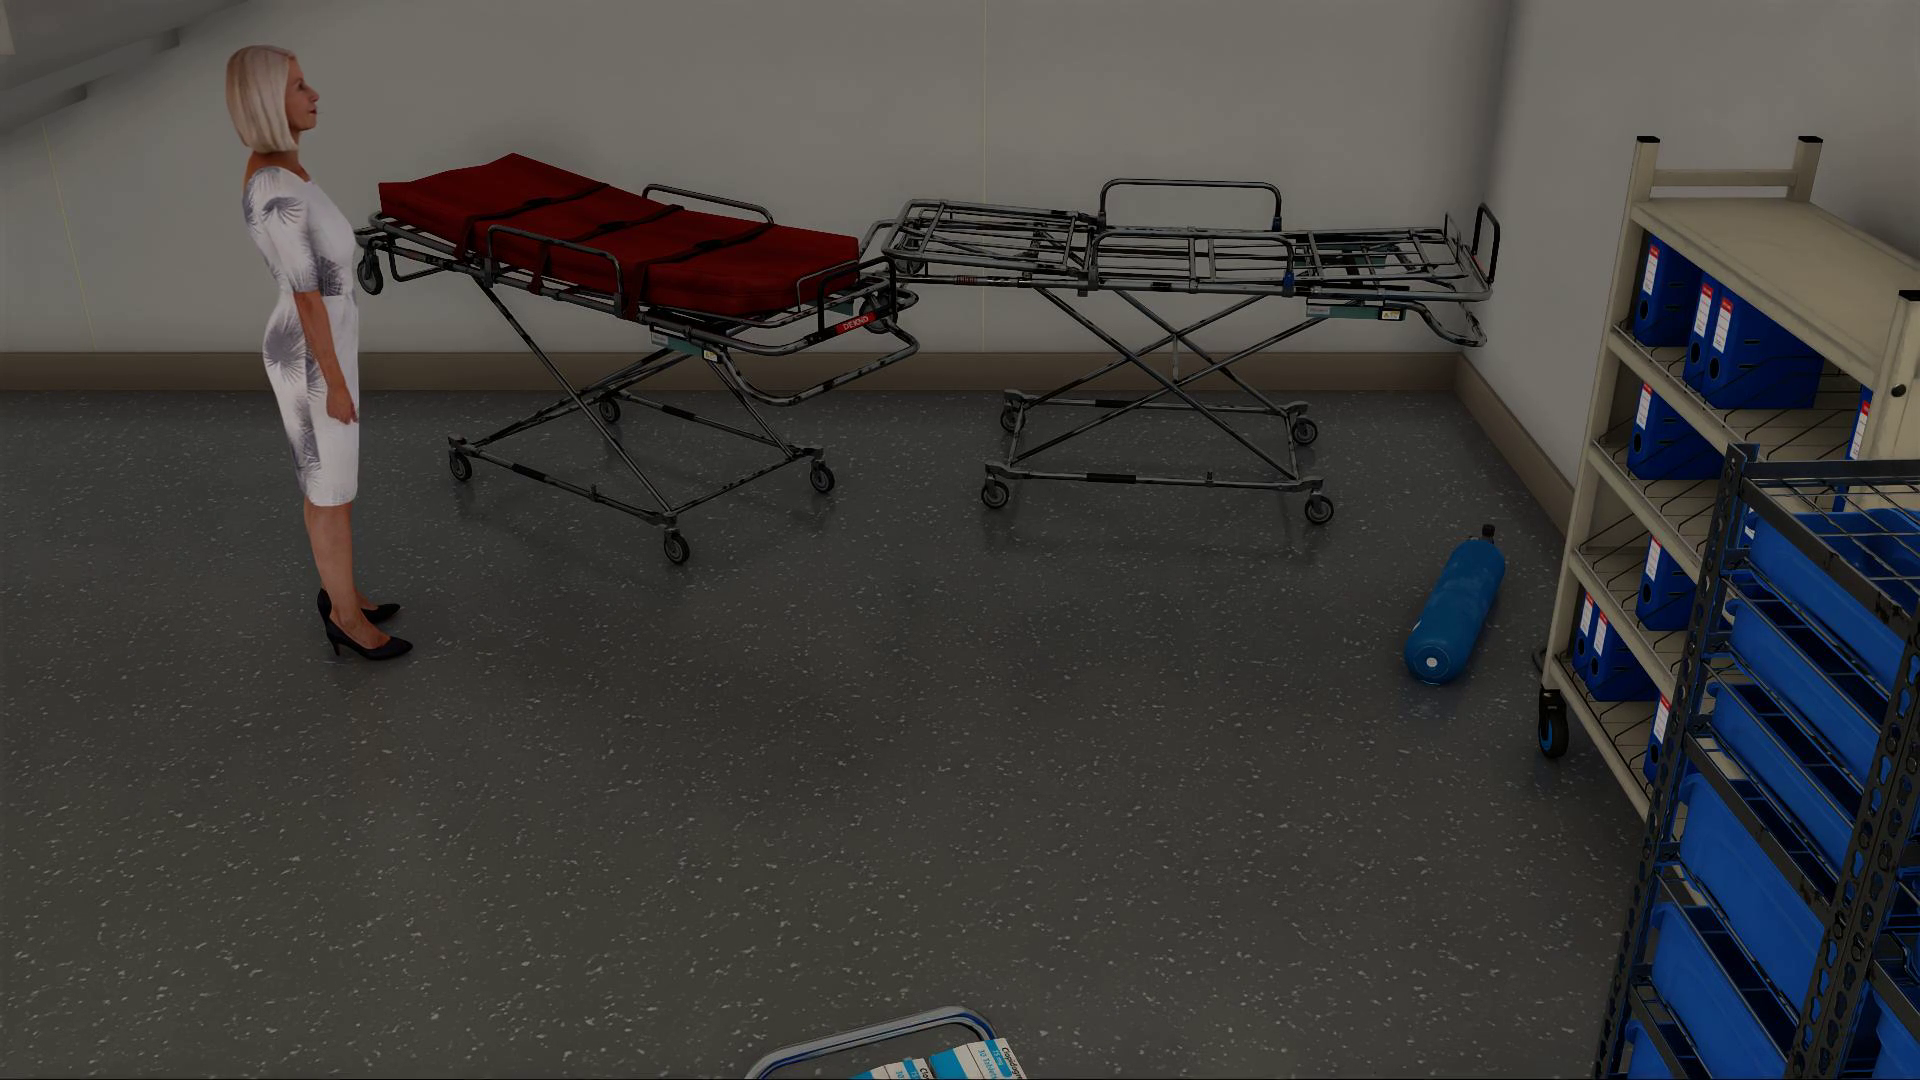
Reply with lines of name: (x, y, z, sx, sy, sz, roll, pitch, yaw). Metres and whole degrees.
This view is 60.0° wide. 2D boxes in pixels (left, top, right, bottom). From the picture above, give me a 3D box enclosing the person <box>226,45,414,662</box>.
person: (-1.821, -0.497, 4.686, 0.634, 1.751, 0.640, -10, 28, -21)
